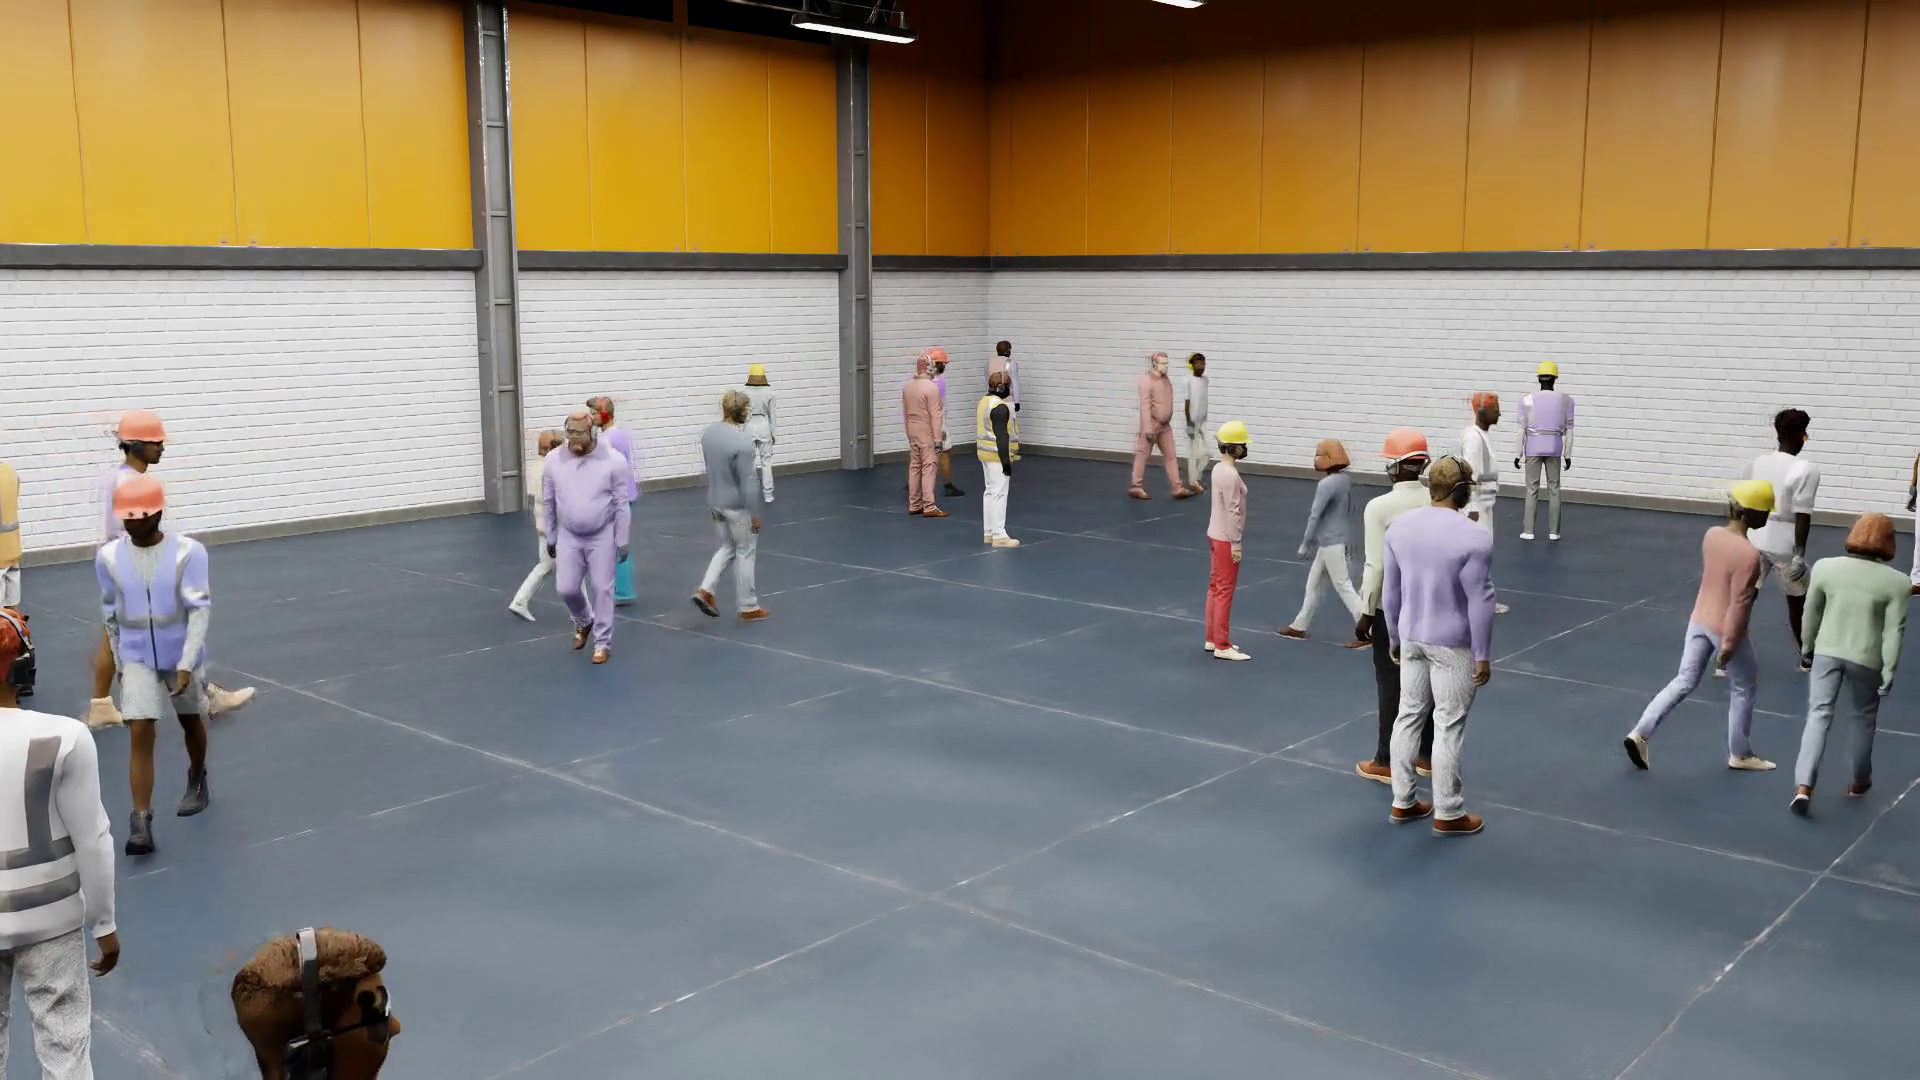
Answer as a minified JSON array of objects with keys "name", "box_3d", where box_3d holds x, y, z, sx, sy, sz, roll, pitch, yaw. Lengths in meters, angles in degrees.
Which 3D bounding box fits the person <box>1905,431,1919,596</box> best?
[{"name":"person","box_3d":[8.475,-0.395,14.471,0.328,1.872,0.513,-3,10,-20]}]

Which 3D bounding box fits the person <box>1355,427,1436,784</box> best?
[{"name":"person","box_3d":[2.474,0.363,9.319,0.617,1.993,0.396,-4,10,-26]}]

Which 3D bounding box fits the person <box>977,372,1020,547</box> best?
[{"name":"person","box_3d":[0.395,-0.846,17.441,0.428,1.832,0.625,-2,9,-13]}]

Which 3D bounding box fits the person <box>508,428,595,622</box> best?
[{"name":"person","box_3d":[-3.309,-0.111,13.510,0.747,1.612,0.530,-4,10,-24]}]

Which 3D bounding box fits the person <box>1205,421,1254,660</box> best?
[{"name":"person","box_3d":[1.995,0.001,12.315,0.312,1.768,0.530,-1,9,-4]}]

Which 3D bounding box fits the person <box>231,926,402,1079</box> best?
[{"name":"person","box_3d":[-1.099,1.509,2.738,0.945,1.808,0.522,-6,11,-32]}]

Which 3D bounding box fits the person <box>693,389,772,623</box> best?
[{"name":"person","box_3d":[-1.842,-0.256,13.455,0.566,1.927,0.655,-8,12,-41]}]

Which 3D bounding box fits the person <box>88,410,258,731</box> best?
[{"name":"person","box_3d":[-4.993,0.186,10.409,1.042,1.990,0.618,-5,11,-30]}]

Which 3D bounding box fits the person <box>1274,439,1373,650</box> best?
[{"name":"person","box_3d":[2.834,0.030,12.678,0.847,1.591,0.511,5,10,28]}]

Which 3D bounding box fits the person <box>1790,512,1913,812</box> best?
[{"name":"person","box_3d":[4.697,0.643,8.817,0.547,1.589,0.839,7,12,39]}]

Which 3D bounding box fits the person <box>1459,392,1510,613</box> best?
[{"name":"person","box_3d":[4.305,-0.315,13.975,0.625,1.870,0.591,5,10,30]}]

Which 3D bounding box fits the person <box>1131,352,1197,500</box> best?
[{"name":"person","box_3d":[2.536,-1.411,20.837,0.963,1.865,0.665,8,12,40]}]

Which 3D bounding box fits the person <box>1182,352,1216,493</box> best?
[{"name":"person","box_3d":[3.090,-1.509,21.550,0.519,1.841,0.401,-7,12,-39]}]

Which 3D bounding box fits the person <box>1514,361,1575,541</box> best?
[{"name":"person","box_3d":[6.227,-0.943,17.762,0.591,1.916,0.389,2,9,11]}]

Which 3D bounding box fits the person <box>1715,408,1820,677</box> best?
[{"name":"person","box_3d":[5.775,0.022,11.744,1.018,1.906,0.623,-5,10,-26]}]

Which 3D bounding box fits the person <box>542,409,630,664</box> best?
[{"name":"person","box_3d":[-2.721,-0.033,12.181,0.655,1.884,0.520,0,9,2]}]

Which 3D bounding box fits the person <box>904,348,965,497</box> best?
[{"name":"person","box_3d":[-0.334,-1.482,21.172,0.780,1.916,0.554,-5,10,-28]}]

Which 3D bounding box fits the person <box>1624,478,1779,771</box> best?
[{"name":"person","box_3d":[4.228,0.490,9.365,0.870,1.719,0.534,-2,9,-11]}]

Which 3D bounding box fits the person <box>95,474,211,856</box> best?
[{"name":"person","box_3d":[-4.027,0.582,8.376,0.533,1.871,1.089,-2,9,-13]}]

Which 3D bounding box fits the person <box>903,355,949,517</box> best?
[{"name":"person","box_3d":[-0.392,-1.220,19.540,0.408,1.905,0.653,-6,11,-35]}]

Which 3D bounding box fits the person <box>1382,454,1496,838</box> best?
[{"name":"person","box_3d":[2.427,0.530,8.447,0.352,1.937,0.635,-7,11,-36]}]

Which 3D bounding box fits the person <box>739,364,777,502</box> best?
[{"name":"person","box_3d":[-2.529,-1.334,20.803,0.480,1.733,0.334,-1,9,-4]}]

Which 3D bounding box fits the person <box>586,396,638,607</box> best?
[{"name":"person","box_3d":[-2.991,-0.319,14.173,0.487,1.817,0.560,-1,9,-8]}]

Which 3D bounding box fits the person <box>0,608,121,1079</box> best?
[{"name":"person","box_3d":[-2.767,1.127,4.876,0.577,1.883,0.353,-1,9,-9]}]

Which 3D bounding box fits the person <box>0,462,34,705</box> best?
[{"name":"person","box_3d":[-6.391,0.133,10.951,0.358,1.934,0.551,-1,9,-7]}]

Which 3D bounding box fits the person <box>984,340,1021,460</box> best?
[{"name":"person","box_3d":[0.676,-2.132,25.470,0.627,1.844,0.429,7,12,39]}]
